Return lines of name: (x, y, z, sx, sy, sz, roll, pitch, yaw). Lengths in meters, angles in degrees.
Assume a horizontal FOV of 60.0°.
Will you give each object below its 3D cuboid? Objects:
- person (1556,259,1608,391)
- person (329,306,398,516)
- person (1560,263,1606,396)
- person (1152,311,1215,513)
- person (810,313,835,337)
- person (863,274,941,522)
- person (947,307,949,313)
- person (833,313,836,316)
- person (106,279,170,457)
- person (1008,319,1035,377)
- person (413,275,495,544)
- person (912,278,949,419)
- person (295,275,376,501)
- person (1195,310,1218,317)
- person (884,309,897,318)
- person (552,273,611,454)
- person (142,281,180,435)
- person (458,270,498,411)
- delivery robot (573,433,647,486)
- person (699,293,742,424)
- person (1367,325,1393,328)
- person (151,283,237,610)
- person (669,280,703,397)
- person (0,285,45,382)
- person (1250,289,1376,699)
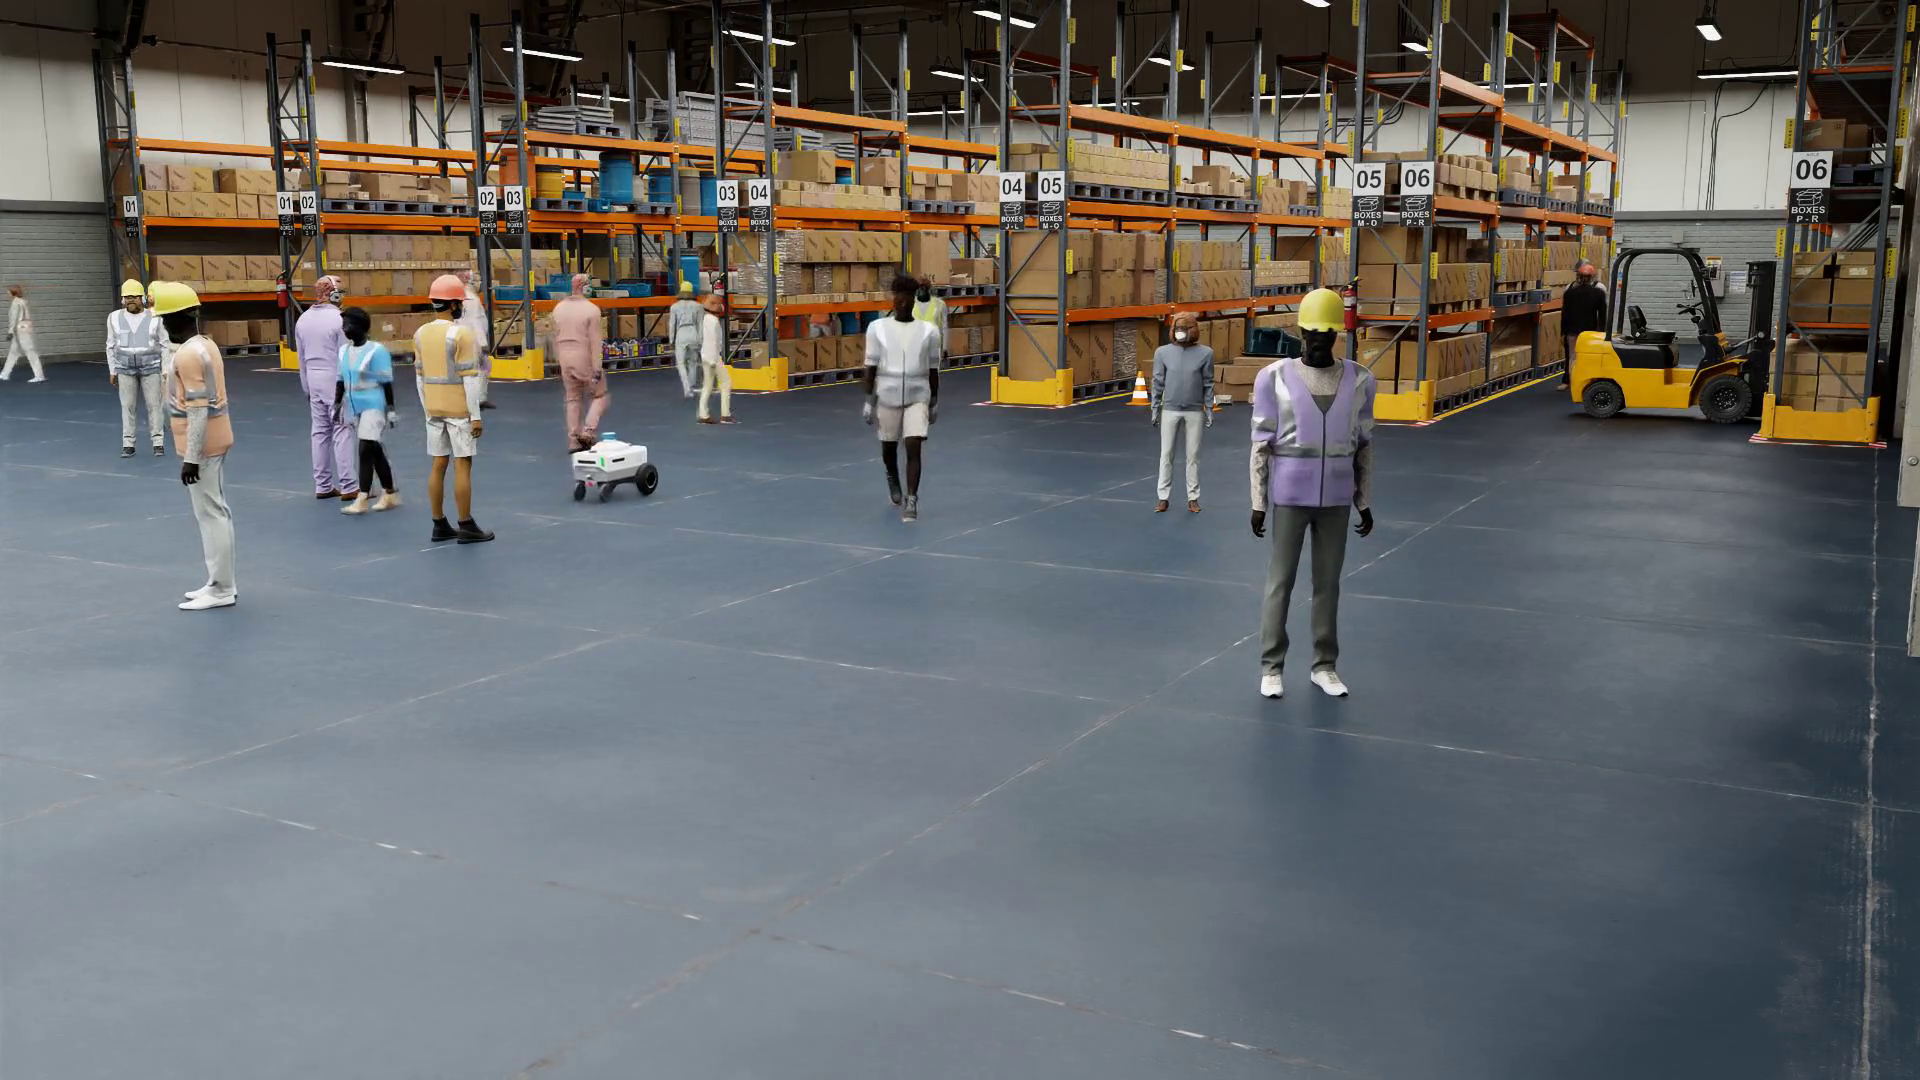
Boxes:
person: (9.484, -3.279, 25.437, 0.535, 2.000, 0.687, -9, 13, -43)
person: (-4.819, -1.021, 13.283, 0.550, 1.663, 0.759, 6, 12, 33)
person: (9.182, -3.097, 24.550, 0.647, 1.972, 0.664, 5, 11, 26)
person: (1.802, -1.028, 13.451, 0.507, 1.631, 0.279, 1, 10, 7)
person: (-2.544, -4.056, 31.031, 0.557, 1.666, 0.734, 4, 11, 23)
person: (-0.460, -1.153, 13.301, 0.613, 1.941, 0.884, 0, 10, -2)
person: (-0.481, -4.837, 35.387, 0.523, 1.760, 0.328, -1, 10, -5)
person: (-3.257, -6.426, 44.085, 0.628, 1.962, 0.994, 0, 10, -1)
person: (-8.492, -1.769, 17.199, 0.589, 1.834, 0.403, -3, 10, -19)
person: (0.991, -3.650, 28.184, 0.570, 1.840, 0.373, 0, 10, 2)
person: (-3.668, -0.937, 12.027, 0.545, 1.938, 0.361, 5, 11, 27)
person: (-0.484, -2.468, 21.428, 0.657, 1.786, 0.978, 1, 10, 4)
person: (-5.319, -1.286, 14.161, 0.640, 1.910, 0.401, 5, 11, 29)
person: (5.075, -4.735, 34.474, 0.651, 1.872, 0.879, 7, 12, 35)
person: (-1.383, -4.555, 33.277, 0.832, 1.910, 0.662, -8, 13, -40)
person: (-3.957, -1.838, 17.444, 0.658, 1.893, 0.413, 5, 11, 26)
person: (-9.287, -2.109, 19.341, 0.916, 1.778, 0.600, 4, 10, 20)
person: (-6.429, -2.659, 22.247, 0.663, 1.881, 0.664, -4, 11, -23)
delivery robot: (-3.002, -0.680, 14.289, 0.477, 0.478, 0.707, 4, 10, 23)
person: (-2.957, -2.226, 20.530, 0.620, 1.613, 0.502, -4, 10, -21)
person: (7.256, -3.802, 28.490, 0.605, 2.045, 0.378, 7, 12, 37)
person: (-4.496, -0.545, 9.789, 0.392, 1.918, 0.589, -3, 10, -15)
person: (-3.990, -2.930, 24.326, 0.494, 1.724, 0.657, -3, 10, -15)
person: (-15.499, -3.372, 27.255, 0.832, 1.595, 0.533, -4, 11, -23)
person: (1.657, -0.208, 7.795, 0.594, 1.922, 0.385, -1, 10, -6)
